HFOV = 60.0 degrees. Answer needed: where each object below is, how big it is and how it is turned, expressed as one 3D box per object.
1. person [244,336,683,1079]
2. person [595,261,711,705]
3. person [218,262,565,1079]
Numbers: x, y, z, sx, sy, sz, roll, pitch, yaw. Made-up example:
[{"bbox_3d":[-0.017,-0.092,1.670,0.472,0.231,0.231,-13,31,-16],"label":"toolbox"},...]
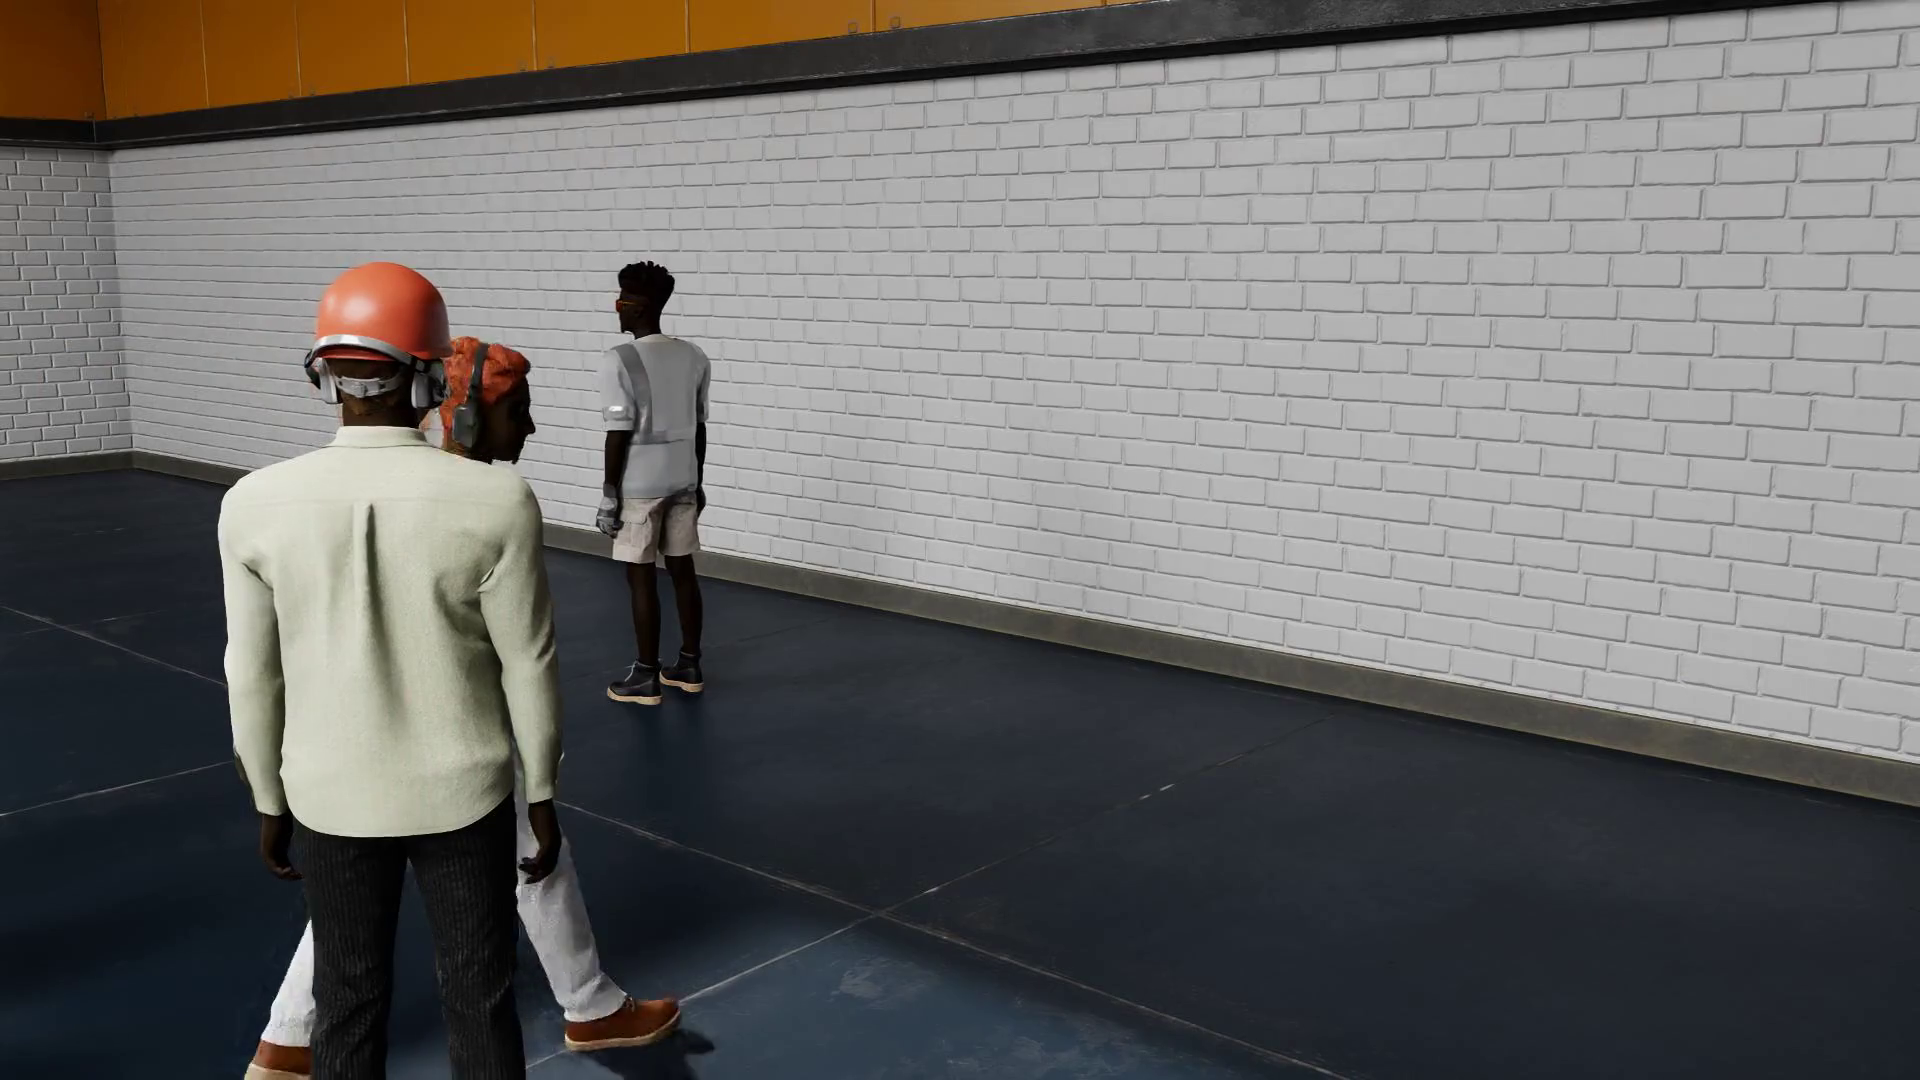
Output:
[{"bbox_3d":[-1.221,0.435,3.924,1.033,1.833,0.588,-6,11,-30],"label":"person"},{"bbox_3d":[-1.380,-0.248,7.420,0.370,1.967,0.633,7,12,36],"label":"person"},{"bbox_3d":[-1.061,0.478,3.192,0.612,1.995,0.382,-1,10,-4],"label":"person"}]
